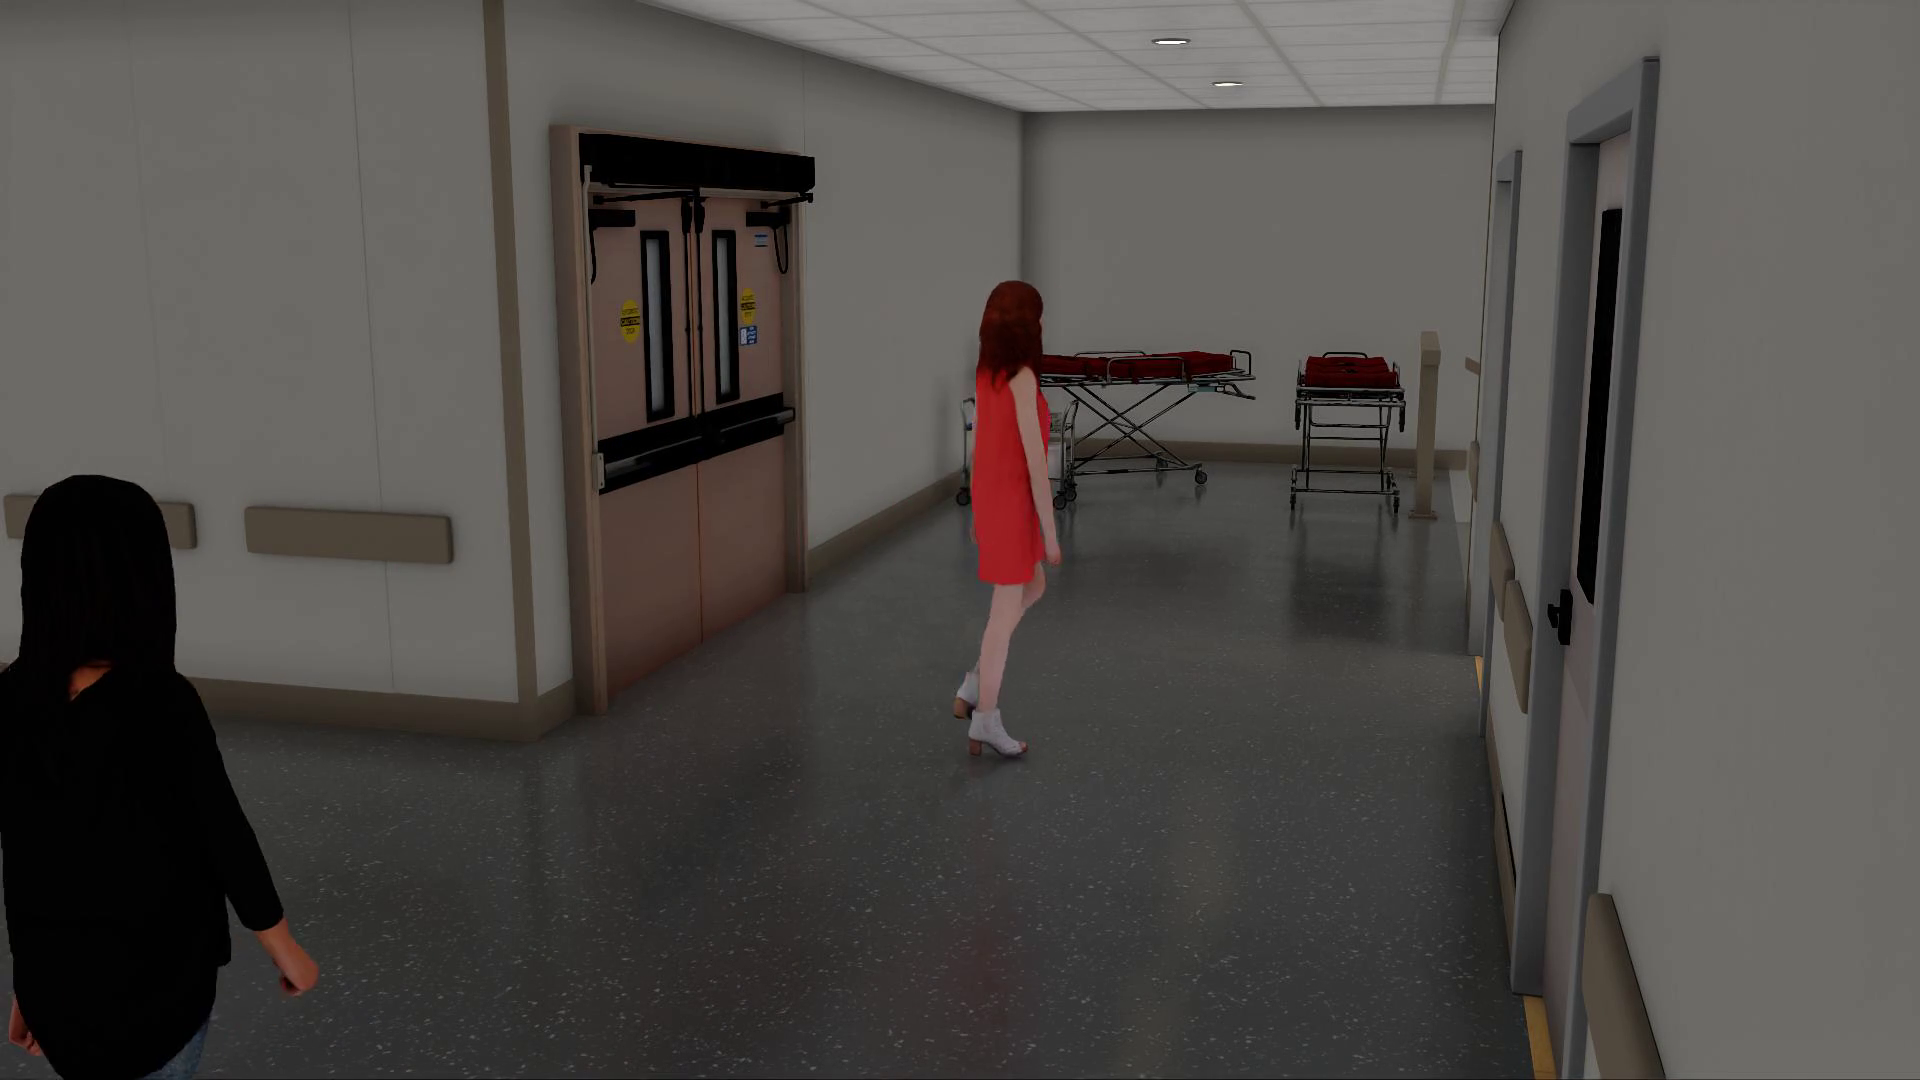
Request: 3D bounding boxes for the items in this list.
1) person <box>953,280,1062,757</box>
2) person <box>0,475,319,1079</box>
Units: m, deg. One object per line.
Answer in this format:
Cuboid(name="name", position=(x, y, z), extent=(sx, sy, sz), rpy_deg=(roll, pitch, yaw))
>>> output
Cuboid(name="person", position=(0.091, -0.056, 6.297), extent=(0.777, 1.816, 0.702), rpy_deg=(-3, 11, -16))
Cuboid(name="person", position=(-1.390, 0.732, 2.650), extent=(0.626, 1.627, 0.844), rpy_deg=(4, 12, 22))
